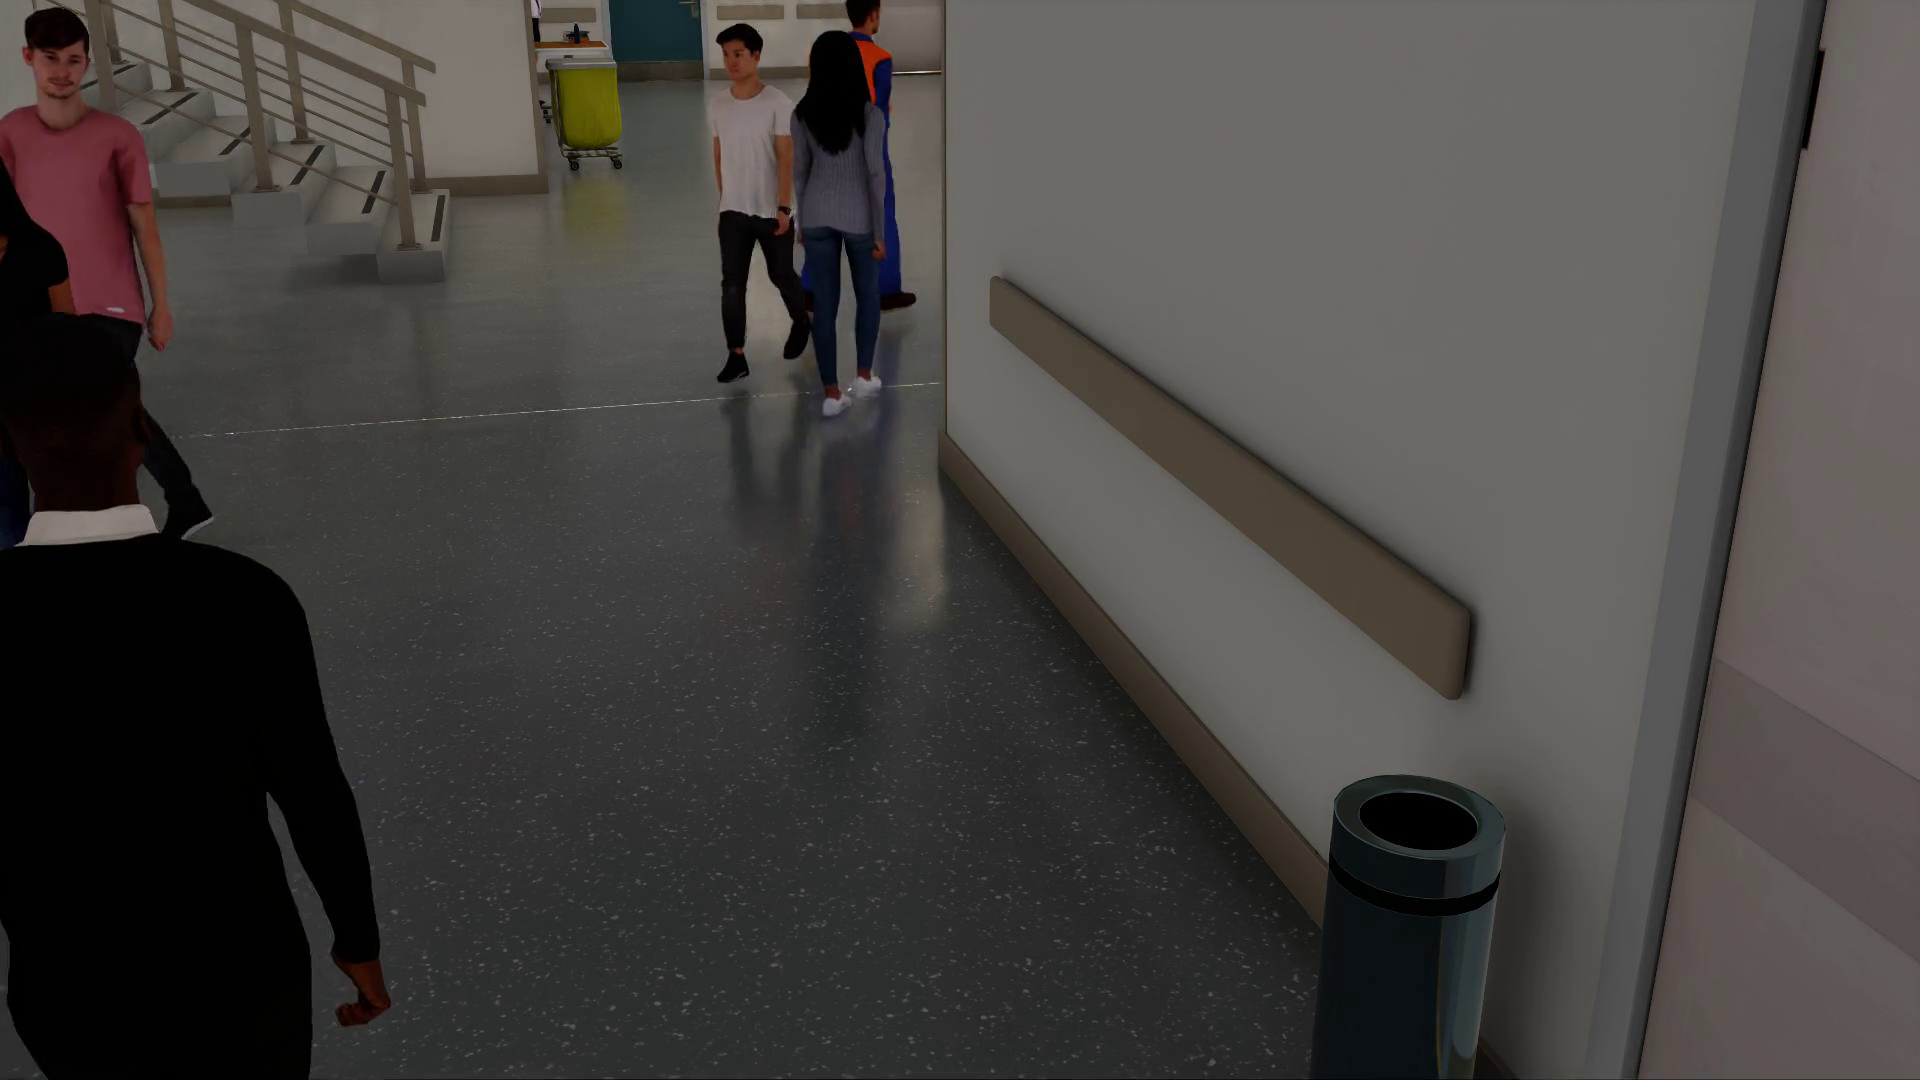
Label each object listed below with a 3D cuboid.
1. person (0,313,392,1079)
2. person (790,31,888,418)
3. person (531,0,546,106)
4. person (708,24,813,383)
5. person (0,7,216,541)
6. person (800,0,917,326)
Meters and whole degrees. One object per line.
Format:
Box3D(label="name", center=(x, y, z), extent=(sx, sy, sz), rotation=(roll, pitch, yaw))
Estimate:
Box3D(label="person", center=(-0.993, 0.639, 2.075), extent=(0.838, 1.789, 0.757), rotation=(-6, 22, -16))
Box3D(label="person", center=(-0.563, -1.401, 7.572), extent=(0.814, 1.710, 0.843), rotation=(4, 21, 11))
Box3D(label="person", center=(-5.195, -6.102, 20.071), extent=(0.580, 1.649, 0.606), rotation=(0, 21, -1))
Box3D(label="person", center=(-0.960, -1.666, 8.258), extent=(1.102, 1.690, 1.036), rotation=(6, 22, 15))
Box3D(label="person", center=(-2.843, -0.745, 5.568), extent=(1.264, 1.902, 1.052), rotation=(3, 21, 7))
Box3D(label="person", center=(-0.627, -2.047, 9.125), extent=(1.223, 1.819, 1.317), rotation=(13, 24, 30))
